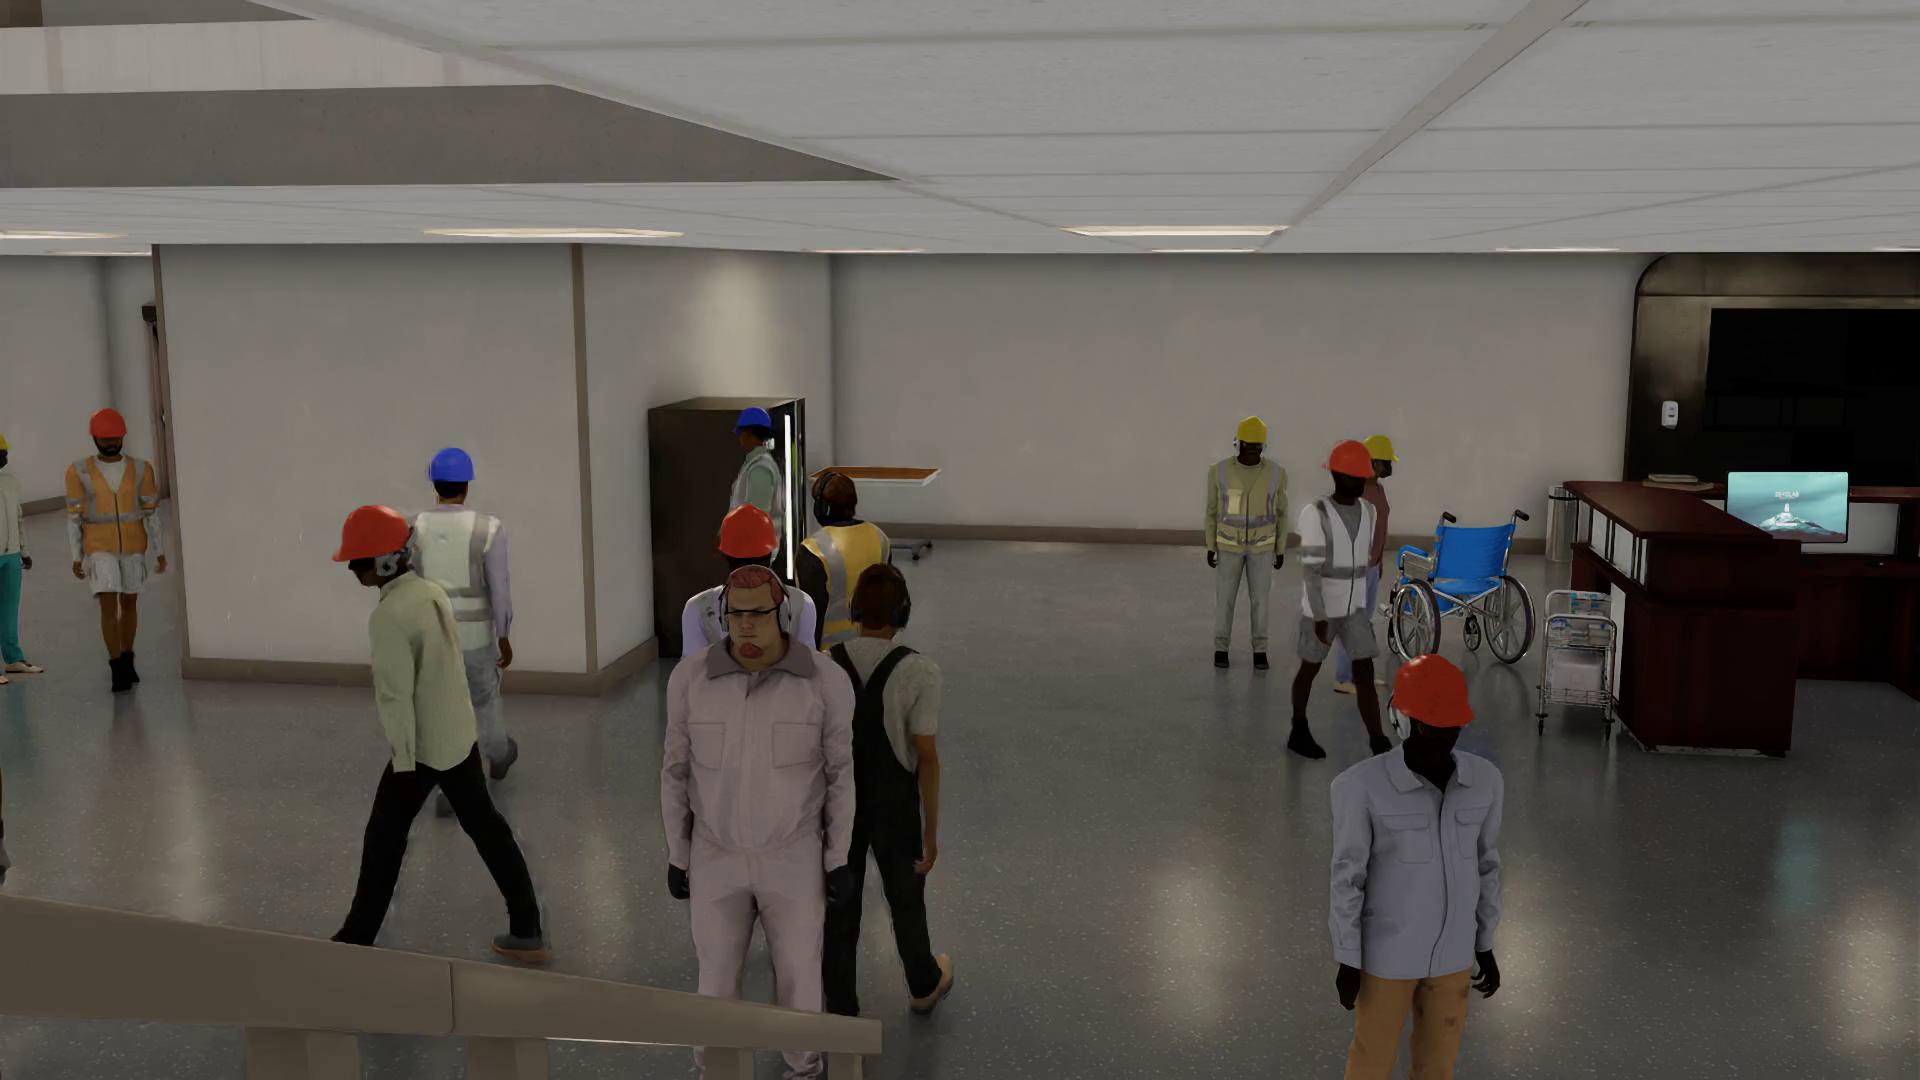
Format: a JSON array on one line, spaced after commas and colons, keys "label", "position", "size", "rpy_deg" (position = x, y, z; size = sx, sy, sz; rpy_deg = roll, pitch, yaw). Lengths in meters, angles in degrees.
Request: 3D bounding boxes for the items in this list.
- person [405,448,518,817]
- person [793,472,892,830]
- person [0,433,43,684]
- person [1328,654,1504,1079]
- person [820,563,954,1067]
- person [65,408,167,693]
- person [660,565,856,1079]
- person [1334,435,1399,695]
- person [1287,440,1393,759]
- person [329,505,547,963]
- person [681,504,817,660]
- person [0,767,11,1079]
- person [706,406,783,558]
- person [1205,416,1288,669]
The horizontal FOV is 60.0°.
[{"label": "person", "position": [-2.681, 0.452, 8.946], "size": [0.639, 1.905, 0.937], "rpy_deg": [0, 9, -2]}, {"label": "person", "position": [-0.621, 0.573, 8.423], "size": [0.429, 1.842, 0.629], "rpy_deg": [7, 12, 37]}, {"label": "person", "position": [-6.680, 0.102, 11.547], "size": [0.306, 1.772, 0.525], "rpy_deg": [2, 9, 12]}, {"label": "person", "position": [1.351, 1.189, 4.892], "size": [0.564, 1.751, 0.330], "rpy_deg": [-3, 10, -18]}, {"label": "person", "position": [-0.286, 0.968, 6.065], "size": [0.525, 1.797, 0.937], "rpy_deg": [2, 9, 14]}, {"label": "person", "position": [-5.680, 0.074, 11.270], "size": [0.567, 1.911, 0.787], "rpy_deg": [-7, 12, -37]}, {"label": "person", "position": [-0.662, 1.023, 5.447], "size": [0.638, 1.910, 0.407], "rpy_deg": [0, 9, 1]}, {"label": "person", "position": [2.751, 0.167, 11.195], "size": [0.343, 1.757, 0.520], "rpy_deg": [5, 10, 28]}, {"label": "person", "position": [2.187, 0.384, 9.430], "size": [0.550, 1.884, 0.988], "rpy_deg": [-4, 10, -23]}, {"label": "person", "position": [-2.195, 0.813, 6.660], "size": [1.034, 1.917, 0.714], "rpy_deg": [1, 9, 5]}, {"label": "person", "position": [-0.823, 0.813, 6.644], "size": [0.552, 1.936, 0.359], "rpy_deg": [-3, 10, -17]}, {"label": "person", "position": [-3.486, 1.018, 5.574], "size": [0.532, 1.874, 0.316], "rpy_deg": [-2, 9, -13]}, {"label": "person", "position": [-1.495, 0.042, 11.466], "size": [0.548, 1.915, 0.644], "rpy_deg": [-2, 9, -10]}, {"label": "person", "position": [2.042, 0.025, 11.876], "size": [0.590, 1.827, 0.403], "rpy_deg": [1, 9, 7]}]
